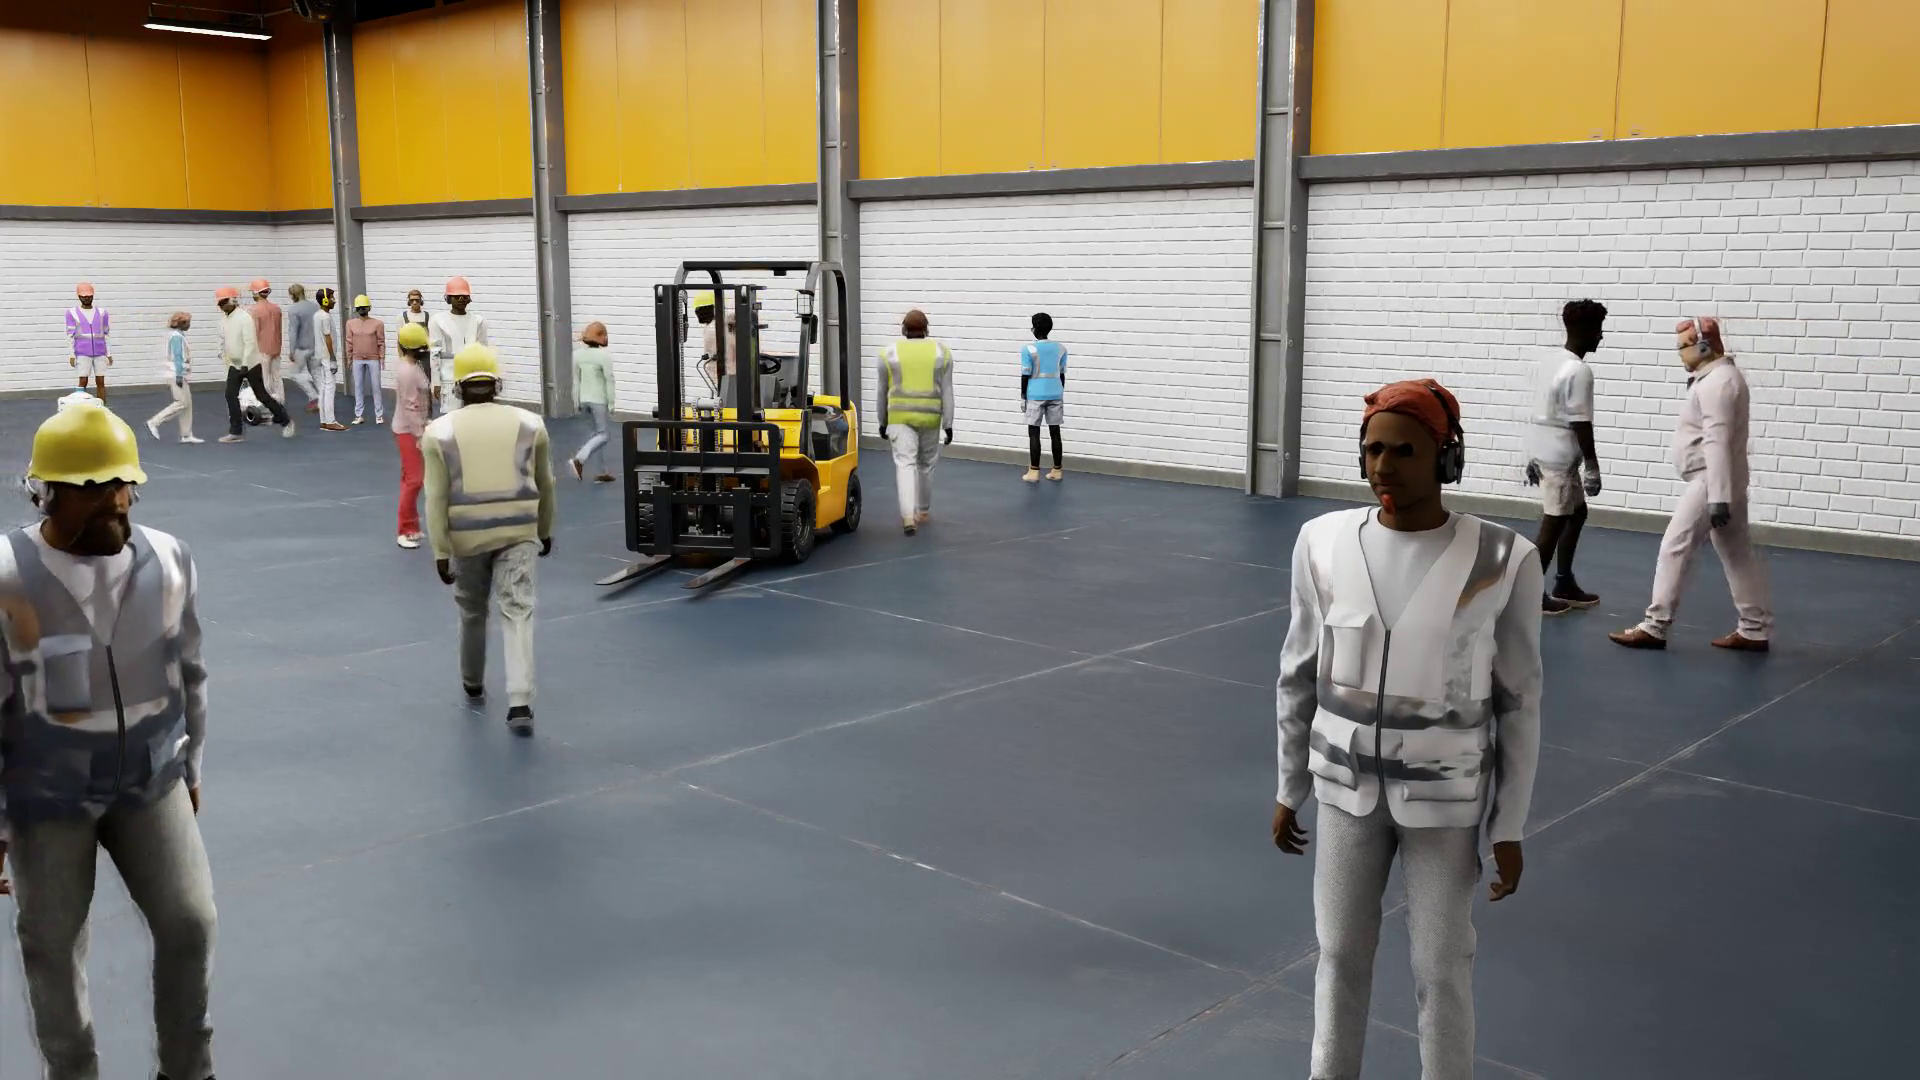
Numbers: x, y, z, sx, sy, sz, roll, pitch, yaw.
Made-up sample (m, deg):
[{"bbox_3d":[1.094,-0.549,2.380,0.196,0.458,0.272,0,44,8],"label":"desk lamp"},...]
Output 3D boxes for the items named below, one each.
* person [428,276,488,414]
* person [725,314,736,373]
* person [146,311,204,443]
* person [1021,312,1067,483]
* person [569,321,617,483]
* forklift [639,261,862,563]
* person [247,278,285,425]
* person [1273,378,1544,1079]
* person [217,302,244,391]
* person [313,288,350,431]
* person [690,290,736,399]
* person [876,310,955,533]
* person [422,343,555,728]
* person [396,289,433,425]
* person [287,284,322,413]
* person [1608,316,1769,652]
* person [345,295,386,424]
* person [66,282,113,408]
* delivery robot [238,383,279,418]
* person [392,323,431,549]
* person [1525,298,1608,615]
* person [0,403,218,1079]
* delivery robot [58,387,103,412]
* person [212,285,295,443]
[{"bbox_3d":[-5.012,-1.619,16.734,0.608,2.044,0.370,-7,12,-38],"label":"person"},{"bbox_3d":[-2.453,-1.799,19.160,0.638,1.617,0.531,4,10,22],"label":"person"},{"bbox_3d":[-9.521,-1.957,20.094,0.548,1.612,0.563,-3,10,-20],"label":"person"},{"bbox_3d":[0.831,-1.416,16.573,0.537,1.694,0.320,-5,10,-27],"label":"person"},{"bbox_3d":[-3.621,-1.335,16.309,0.504,1.615,0.612,6,11,34],"label":"person"},{"bbox_3d":[-1.552,-1.040,12.721,1.214,2.155,2.313,2,9,11],"label":"forklift"},{"bbox_3d":[-9.476,-2.566,22.682,0.375,1.995,0.610,3,10,15],"label":"person"},{"bbox_3d":[0.974,0.584,3.711,0.585,1.882,0.344,6,11,33],"label":"person"},{"bbox_3d":[-11.650,-3.039,26.770,0.491,1.606,0.783,-1,9,-9],"label":"person"},{"bbox_3d":[-8.290,-2.369,21.858,0.328,1.872,0.509,-7,11,-35],"label":"person"},{"bbox_3d":[-2.605,-1.725,17.820,0.544,1.899,0.637,-2,9,-11],"label":"person"},{"bbox_3d":[-0.366,-0.972,13.536,0.633,1.800,0.957,-1,9,-6],"label":"person"},{"bbox_3d":[-2.199,-0.031,7.826,0.597,1.784,0.971,-3,10,-19],"label":"person"},{"bbox_3d":[-7.302,-2.446,22.407,0.505,1.845,0.346,-4,10,-24],"label":"person"},{"bbox_3d":[-9.512,-2.768,24.202,0.497,1.902,0.744,3,10,16],"label":"person"},{"bbox_3d":[4.060,-0.293,9.171,0.916,1.850,0.763,5,10,28],"label":"person"},{"bbox_3d":[-8.119,-2.459,22.729,0.528,1.768,0.313,-1,9,-8],"label":"person"},{"bbox_3d":[-12.022,-2.589,23.003,0.553,1.935,0.362,-8,12,-40],"label":"person"},{"bbox_3d":[-9.660,-1.901,22.727,0.707,0.478,0.477,5,10,28],"label":"delivery robot"},{"bbox_3d":[-4.187,-0.813,12.793,0.325,1.719,0.659,-2,10,-14],"label":"person"},{"bbox_3d":[3.772,-0.501,10.172,0.678,1.939,0.638,0,9,1],"label":"person"},{"bbox_3d":[-2.020,0.591,3.907,0.584,1.812,0.614,8,13,42],"label":"person"},{"bbox_3d":[-11.604,-1.773,21.940,0.707,0.478,0.477,8,12,40],"label":"delivery robot"},{"bbox_3d":[-8.727,-2.179,20.521,0.636,1.946,0.902,6,11,31],"label":"person"}]
